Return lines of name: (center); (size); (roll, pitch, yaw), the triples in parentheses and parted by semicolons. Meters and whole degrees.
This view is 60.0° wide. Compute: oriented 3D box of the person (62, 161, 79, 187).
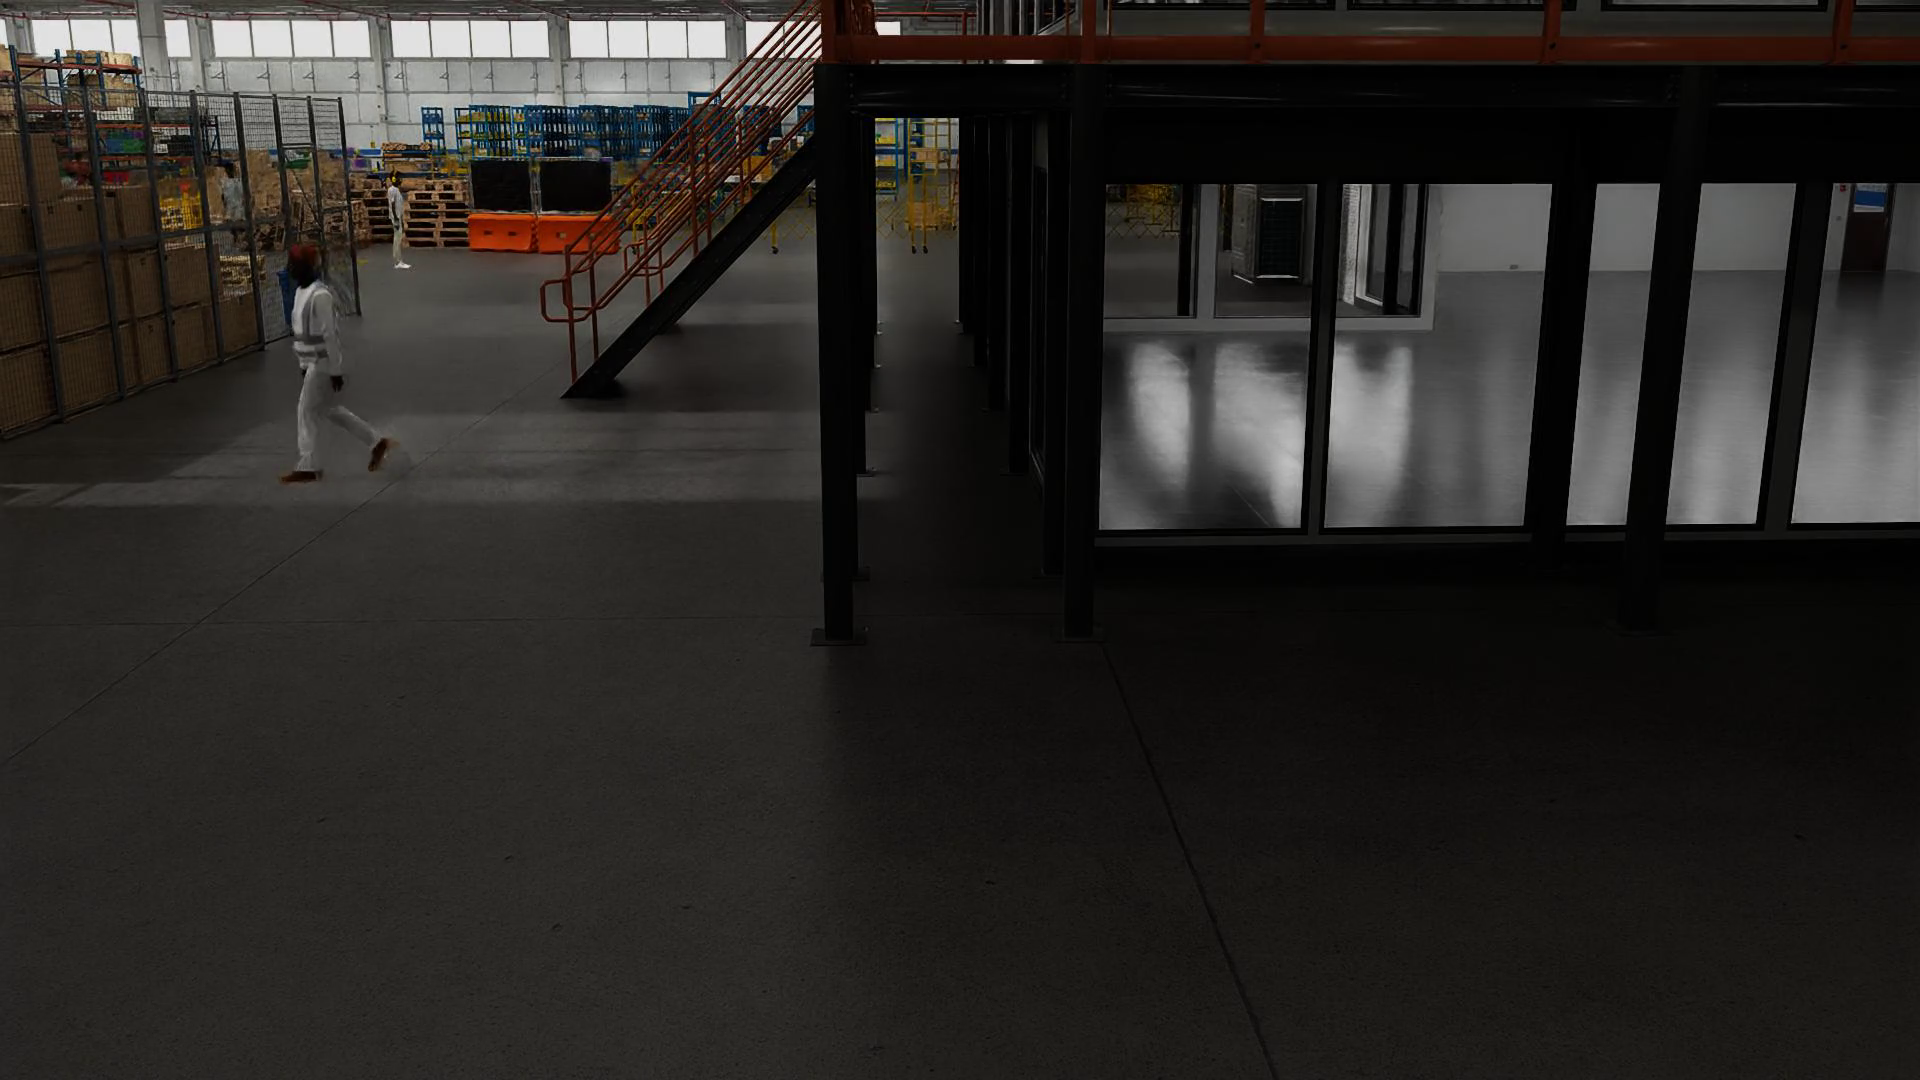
person: (-20.121, -7.671, 37.979); (0.941, 1.891, 0.570); (-2, 14, -9)

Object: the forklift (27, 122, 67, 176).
forklift: (-35.376, -14.773, 64.377); (1.129, 2.768, 1.873); (-1, 14, -2)

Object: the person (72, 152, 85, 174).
person: (-33.912, -14.084, 64.054); (0.540, 1.682, 0.582); (-2, 14, -7)

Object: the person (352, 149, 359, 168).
person: (-24.457, -14.981, 67.503); (0.580, 1.734, 0.541); (-4, 15, -15)

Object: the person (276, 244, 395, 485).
person: (-4.913, -1.378, 12.944); (0.878, 1.856, 0.583); (-9, 17, -33)

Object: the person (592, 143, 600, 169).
person: (-16.223, -16.738, 74.202); (0.675, 1.908, 0.675); (3, 14, 11)

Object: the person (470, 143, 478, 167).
person: (-24.360, -18.994, 83.396); (0.425, 1.819, 0.621); (-2, 14, -10)

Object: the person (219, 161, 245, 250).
person: (-16.033, -7.367, 36.681); (0.626, 1.937, 0.446); (3, 14, 10)

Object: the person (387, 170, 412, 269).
person: (-10.824, -6.171, 32.052); (0.328, 1.870, 0.510); (-3, 14, -10)

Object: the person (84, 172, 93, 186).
person: (-16.072, -5.876, 30.880); (0.309, 1.864, 0.535); (-1, 14, -6)
